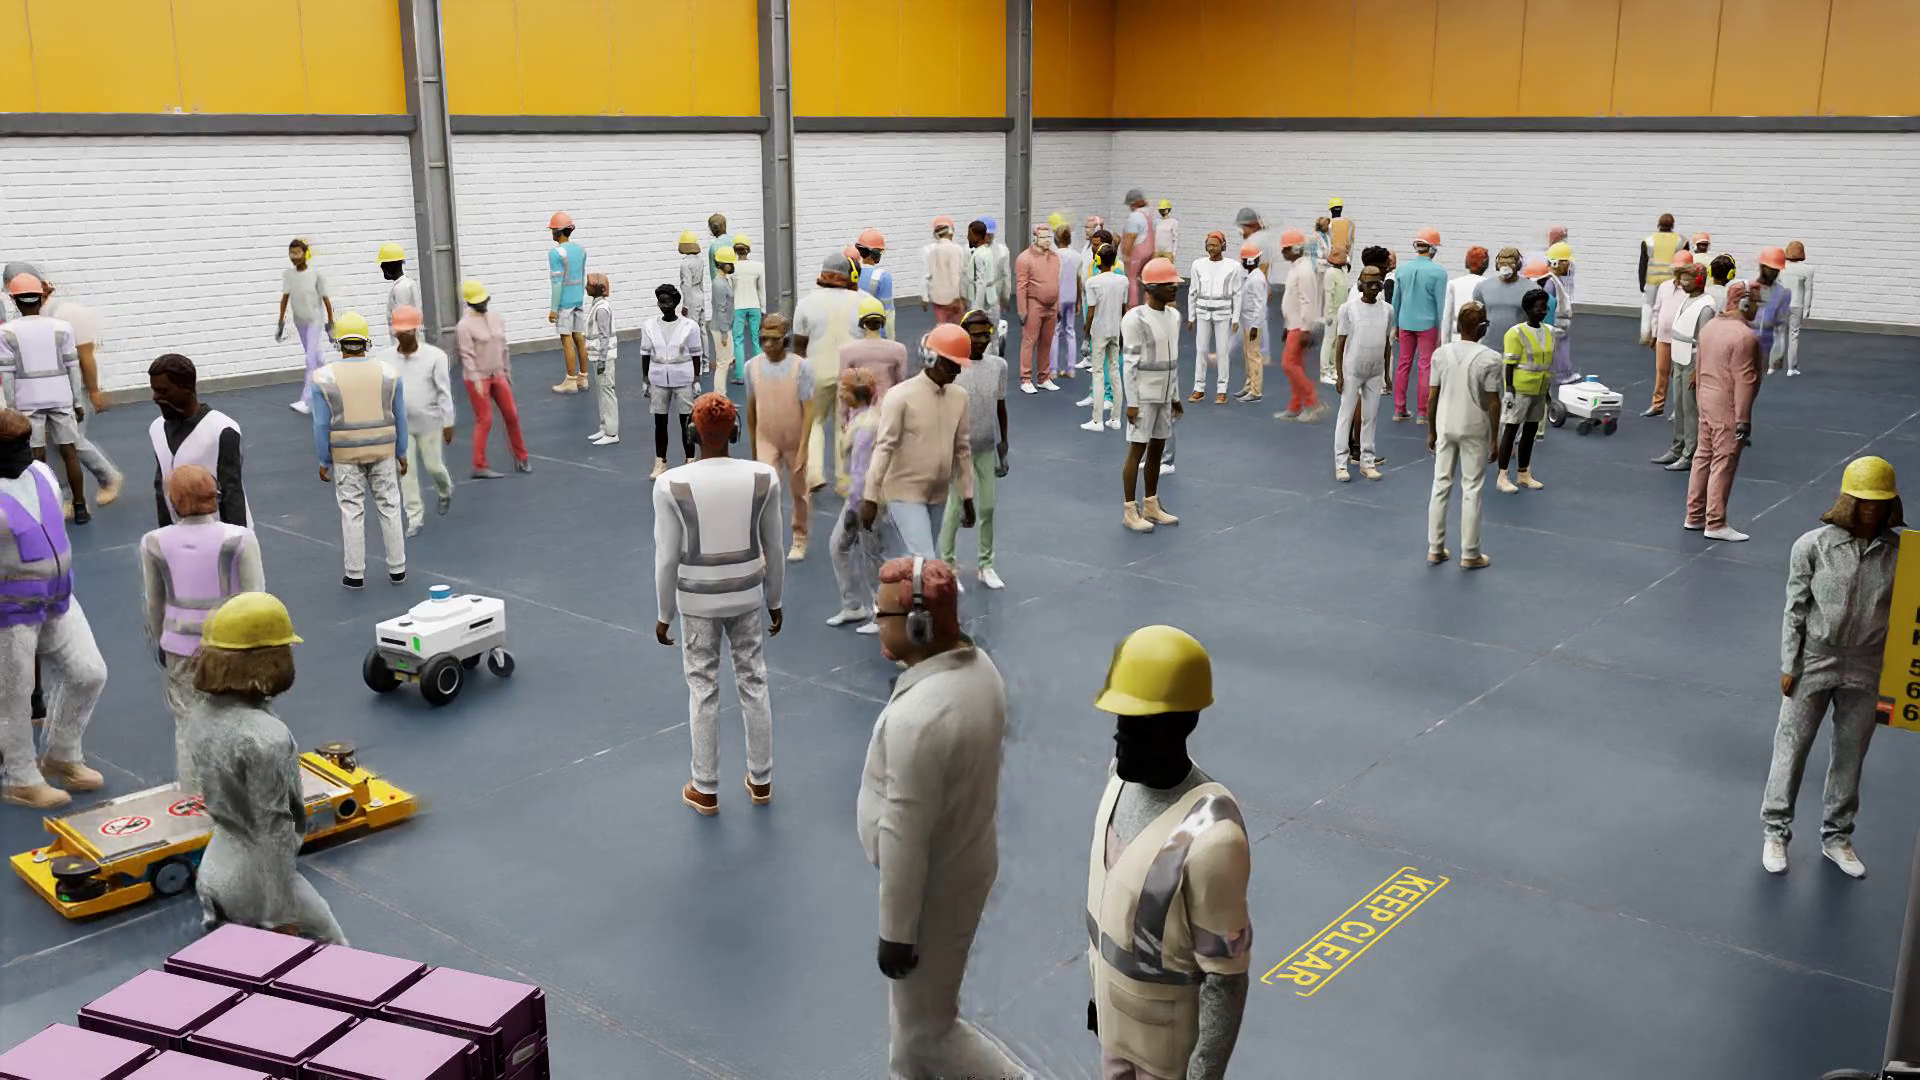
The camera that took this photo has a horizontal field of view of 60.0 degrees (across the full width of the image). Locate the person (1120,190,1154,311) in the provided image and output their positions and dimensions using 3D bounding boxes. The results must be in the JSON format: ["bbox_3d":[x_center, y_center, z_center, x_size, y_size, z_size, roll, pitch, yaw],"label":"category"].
[{"bbox_3d":[2.829,-4.628,26.669,0.543,2.000,0.702,8,16,29],"label":"person"}]

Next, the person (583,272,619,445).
[{"bbox_3d":[-3.431,-1.736,15.915,0.309,1.645,0.515,-5,15,-18],"label":"person"}]

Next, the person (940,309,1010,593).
[{"bbox_3d":[0.084,-0.577,10.859,0.505,1.860,0.320,-5,15,-21],"label":"person"}]

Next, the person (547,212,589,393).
[{"bbox_3d":[-4.492,-2.701,18.961,0.375,2.044,0.605,5,15,20],"label":"person"}]

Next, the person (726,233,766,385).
[{"bbox_3d":[-2.540,-2.707,19.554,0.529,1.765,0.326,-6,15,-24],"label":"person"}]

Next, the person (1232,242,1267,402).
[{"bbox_3d":[3.195,-2.403,18.368,0.342,1.743,0.572,0,14,0],"label":"person"}]

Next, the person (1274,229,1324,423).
[{"bbox_3d":[3.447,-2.187,17.086,0.521,1.961,0.642,2,14,6],"label":"person"}]

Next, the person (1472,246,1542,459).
[{"bbox_3d":[4.965,-1.712,15.223,0.635,1.937,0.353,6,15,22],"label":"person"}]

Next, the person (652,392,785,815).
[{"bbox_3d":[-1.058,0.285,7.354,0.586,1.882,0.340,-6,15,-23],"label":"person"}]

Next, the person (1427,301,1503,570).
[{"bbox_3d":[3.453,-0.714,11.425,0.507,1.845,0.339,12,18,39],"label":"person"}]

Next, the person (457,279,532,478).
[{"bbox_3d":[-4.055,-1.400,14.403,0.356,1.732,0.609,8,16,30],"label":"person"}]

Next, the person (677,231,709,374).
[{"bbox_3d":[-3.291,-2.899,20.361,0.317,1.742,0.492,4,15,15],"label":"person"}]

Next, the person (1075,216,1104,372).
[{"bbox_3d":[1.647,-3.036,20.577,0.403,1.911,0.637,-6,15,-21],"label":"person"}]

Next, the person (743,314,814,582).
[{"bbox_3d":[-1.219,-0.652,11.315,0.498,1.795,0.936,2,14,7],"label":"person"}]

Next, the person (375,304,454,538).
[{"bbox_3d":[-4.066,-0.919,12.487,0.561,1.729,0.668,0,14,-1],"label":"person"}]

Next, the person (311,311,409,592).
[{"bbox_3d":[-3.910,-0.574,10.890,0.595,1.832,0.404,-8,16,-29],"label":"person"}]

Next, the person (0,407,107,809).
[{"bbox_3d":[-4.112,0.314,7.348,0.503,1.824,0.663,3,14,14],"label":"person"}]

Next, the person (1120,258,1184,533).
[{"bbox_3d":[1.462,-1.090,12.517,0.605,2.048,0.368,-13,19,-43],"label":"person"}]

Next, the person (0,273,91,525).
[{"bbox_3d":[-6.931,-1.045,12.573,0.543,1.932,0.365,-10,17,-34],"label":"person"}]

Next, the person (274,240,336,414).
[{"bbox_3d":[-6.960,-2.251,17.607,0.522,1.821,0.949,4,15,16],"label":"person"}]

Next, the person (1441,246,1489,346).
[{"bbox_3d":[4.937,-1.903,16.121,0.346,1.872,0.590,-11,18,-37],"label":"person"}]

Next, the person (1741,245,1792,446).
[{"bbox_3d":[7.505,-1.813,15.667,0.556,1.911,0.548,1,14,2],"label":"person"}]

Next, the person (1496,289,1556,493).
[{"bbox_3d":[4.717,-1.238,13.818,0.540,1.695,0.316,-8,16,-28],"label":"person"}]

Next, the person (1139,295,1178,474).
[{"bbox_3d":[1.753,-1.389,14.553,0.285,1.632,0.501,-2,14,-8],"label":"person"}]

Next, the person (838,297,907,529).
[{"bbox_3d":[-0.653,-0.945,12.530,0.522,1.758,0.350,-3,14,-12],"label":"person"}]

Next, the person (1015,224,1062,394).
[{"bbox_3d":[0.927,-2.633,18.970,0.651,1.906,0.403,-12,18,-40],"label":"person"}]

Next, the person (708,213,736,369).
[{"bbox_3d":[-2.972,-3.107,20.804,0.358,1.933,0.636,2,14,9],"label":"person"}]

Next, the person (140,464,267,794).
[{"bbox_3d":[-3.253,0.448,7.281,0.537,1.585,0.868,-1,14,-4],"label":"person"}]

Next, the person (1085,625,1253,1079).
[{"bbox_3d":[0.444,1.127,3.899,0.367,1.926,0.594,-5,15,-18],"label":"person"}]

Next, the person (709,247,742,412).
[{"bbox_3d":[-2.488,-2.228,17.664,0.339,1.755,0.531,-1,14,-6],"label":"person"}]

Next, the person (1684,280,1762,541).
[{"bbox_3d":[5.672,-0.956,12.269,0.402,1.906,0.652,-1,14,-3],"label":"person"}]

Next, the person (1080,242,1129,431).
[{"bbox_3d":[1.436,-2.019,16.589,0.514,1.872,0.328,-8,16,-29],"label":"person"}]

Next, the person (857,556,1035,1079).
[{"bbox_3d":[-0.002,0.963,4.662,0.756,1.884,0.647,3,14,13],"label":"person"}]

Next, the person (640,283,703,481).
[{"bbox_3d":[-2.469,-1.344,14.244,0.541,1.696,0.315,1,14,3],"label":"person"}]

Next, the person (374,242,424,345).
[{"bbox_3d":[-5.362,-1.893,16.000,0.401,1.916,0.585,-4,15,-16],"label":"person"}]
